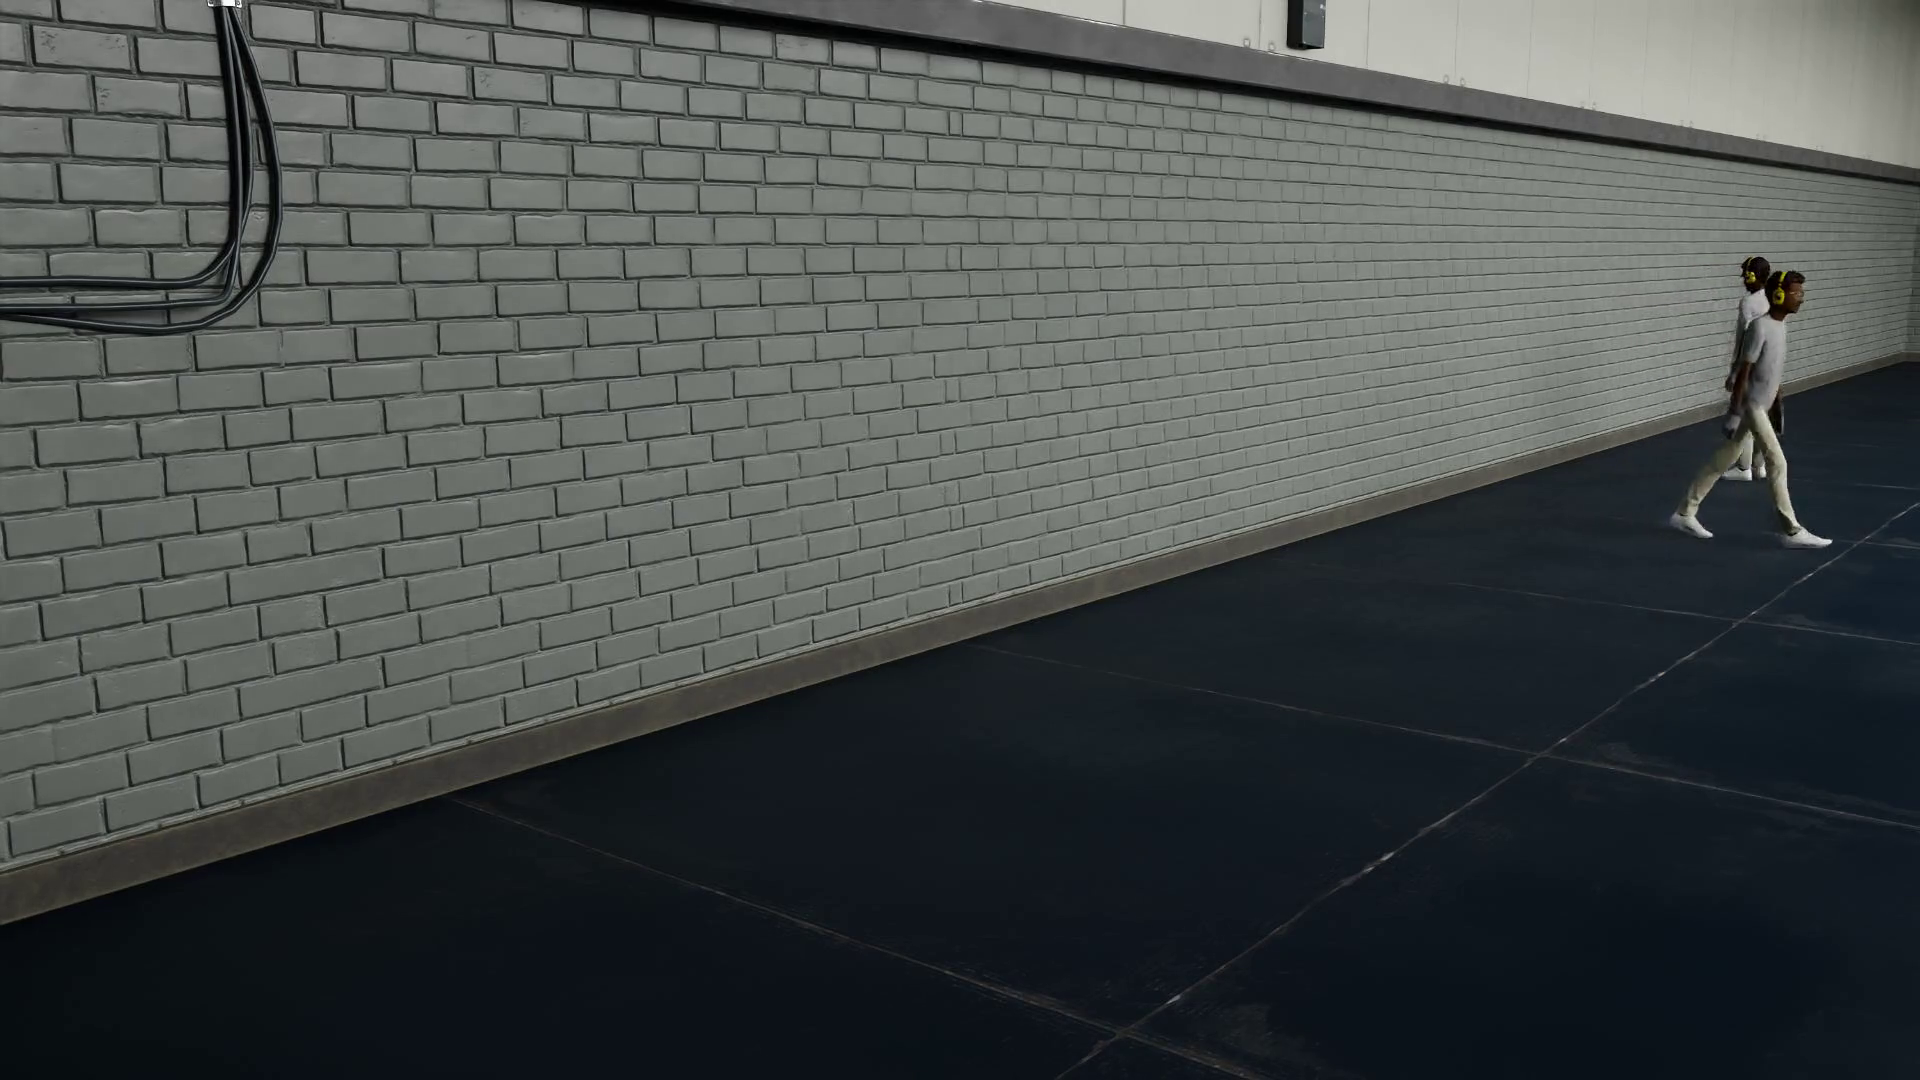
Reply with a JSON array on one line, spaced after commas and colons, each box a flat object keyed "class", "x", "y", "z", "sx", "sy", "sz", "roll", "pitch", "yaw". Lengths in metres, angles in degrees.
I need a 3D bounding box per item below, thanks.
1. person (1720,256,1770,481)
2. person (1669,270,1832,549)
[{"class": "person", "x": 6.629, "y": -1.434, "z": 13.952, "sx": 0.519, "sy": 1.865, "sz": 0.328, "roll": -6, "pitch": 12, "yaw": -31}, {"class": "person", "x": 5.256, "y": -0.872, "z": 11.013, "sx": 1.024, "sy": 1.813, "sz": 0.526, "roll": 8, "pitch": 13, "yaw": 37}]
